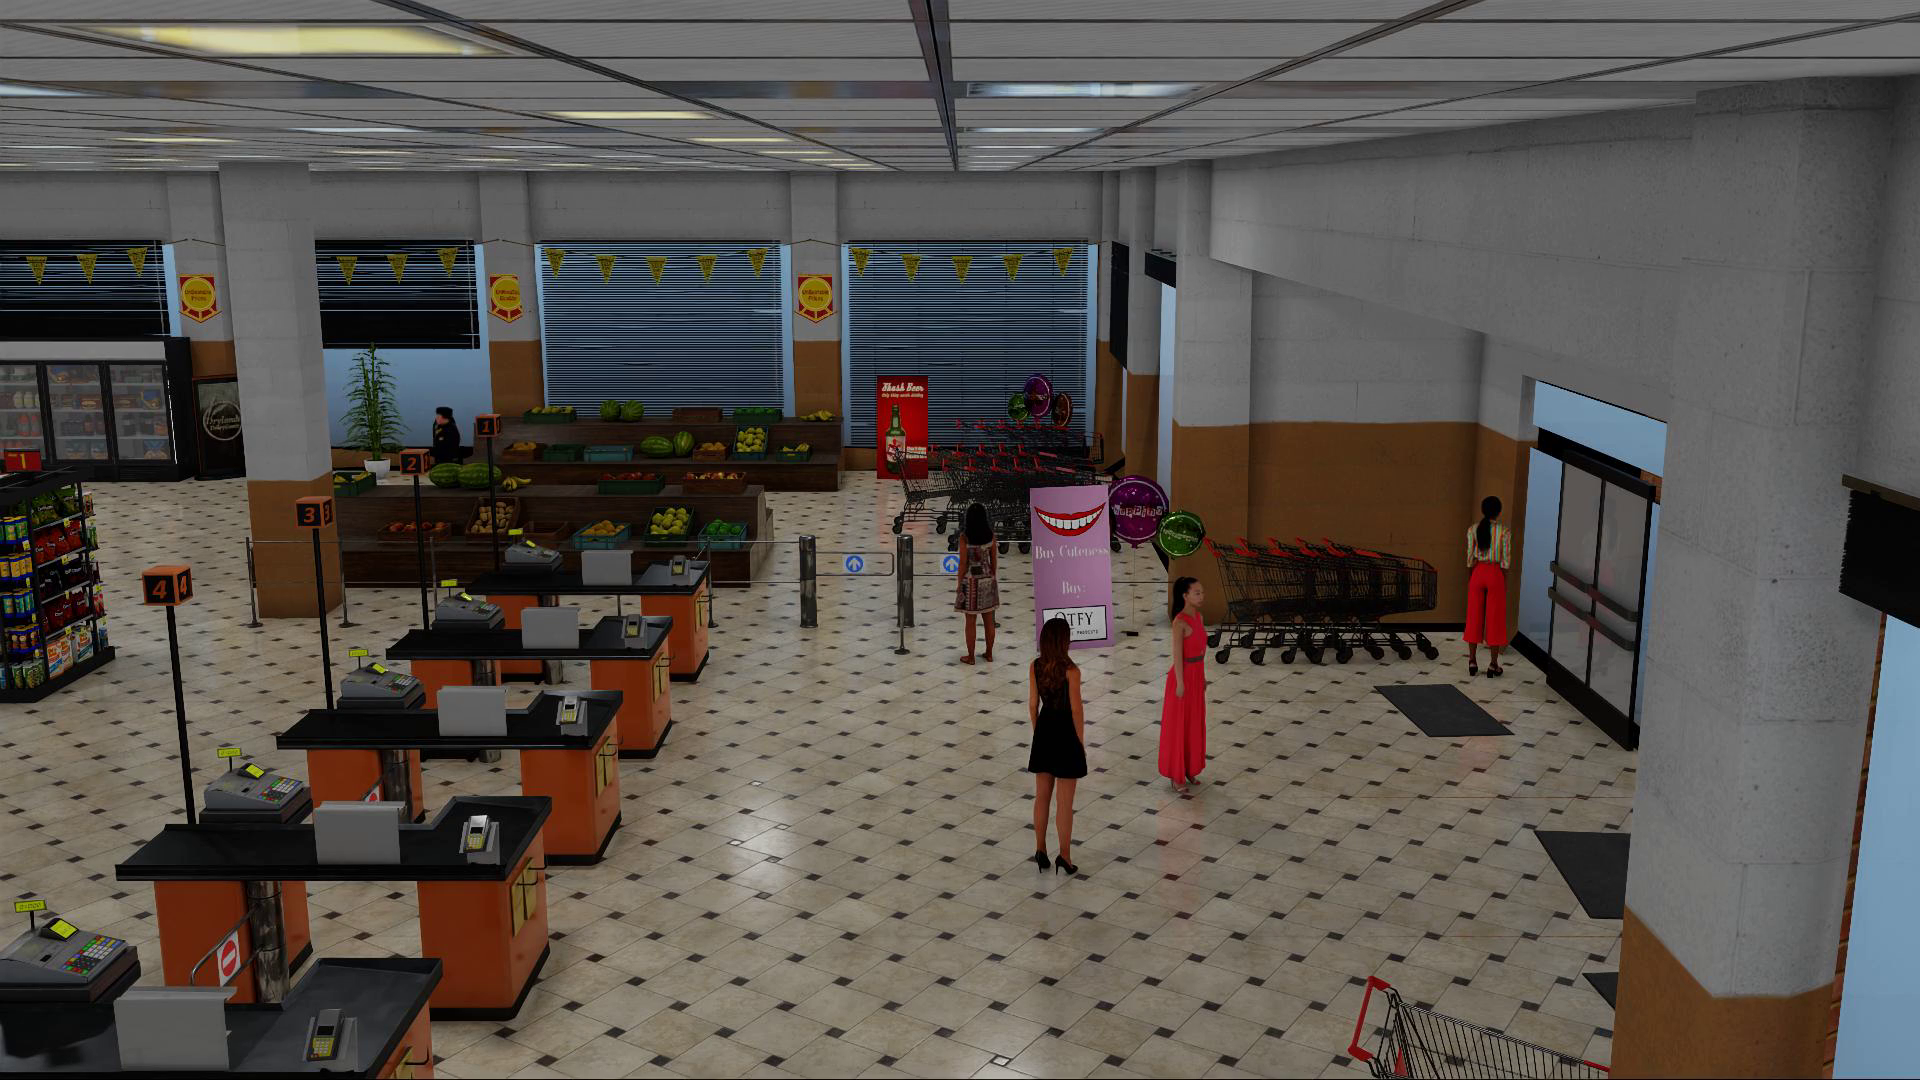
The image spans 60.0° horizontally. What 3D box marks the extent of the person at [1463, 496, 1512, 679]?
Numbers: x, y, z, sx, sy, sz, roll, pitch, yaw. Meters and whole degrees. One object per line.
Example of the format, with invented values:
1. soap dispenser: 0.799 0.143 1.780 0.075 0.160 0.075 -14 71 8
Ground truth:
1. person: 5.159 0.451 16.283 0.646 1.792 0.748 8 14 32

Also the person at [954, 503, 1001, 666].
1. person: 0.175 0.430 16.741 0.636 1.645 0.784 -6 13 -26

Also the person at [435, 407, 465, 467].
1. person: -7.240 -1.063 23.873 1.194 1.627 1.031 -6 13 -28

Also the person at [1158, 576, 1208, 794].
1. person: 1.798 1.133 13.199 0.749 1.727 0.714 9 15 35

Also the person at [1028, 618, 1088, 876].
1. person: 0.663 1.430 11.526 0.631 1.835 0.726 8 14 33
